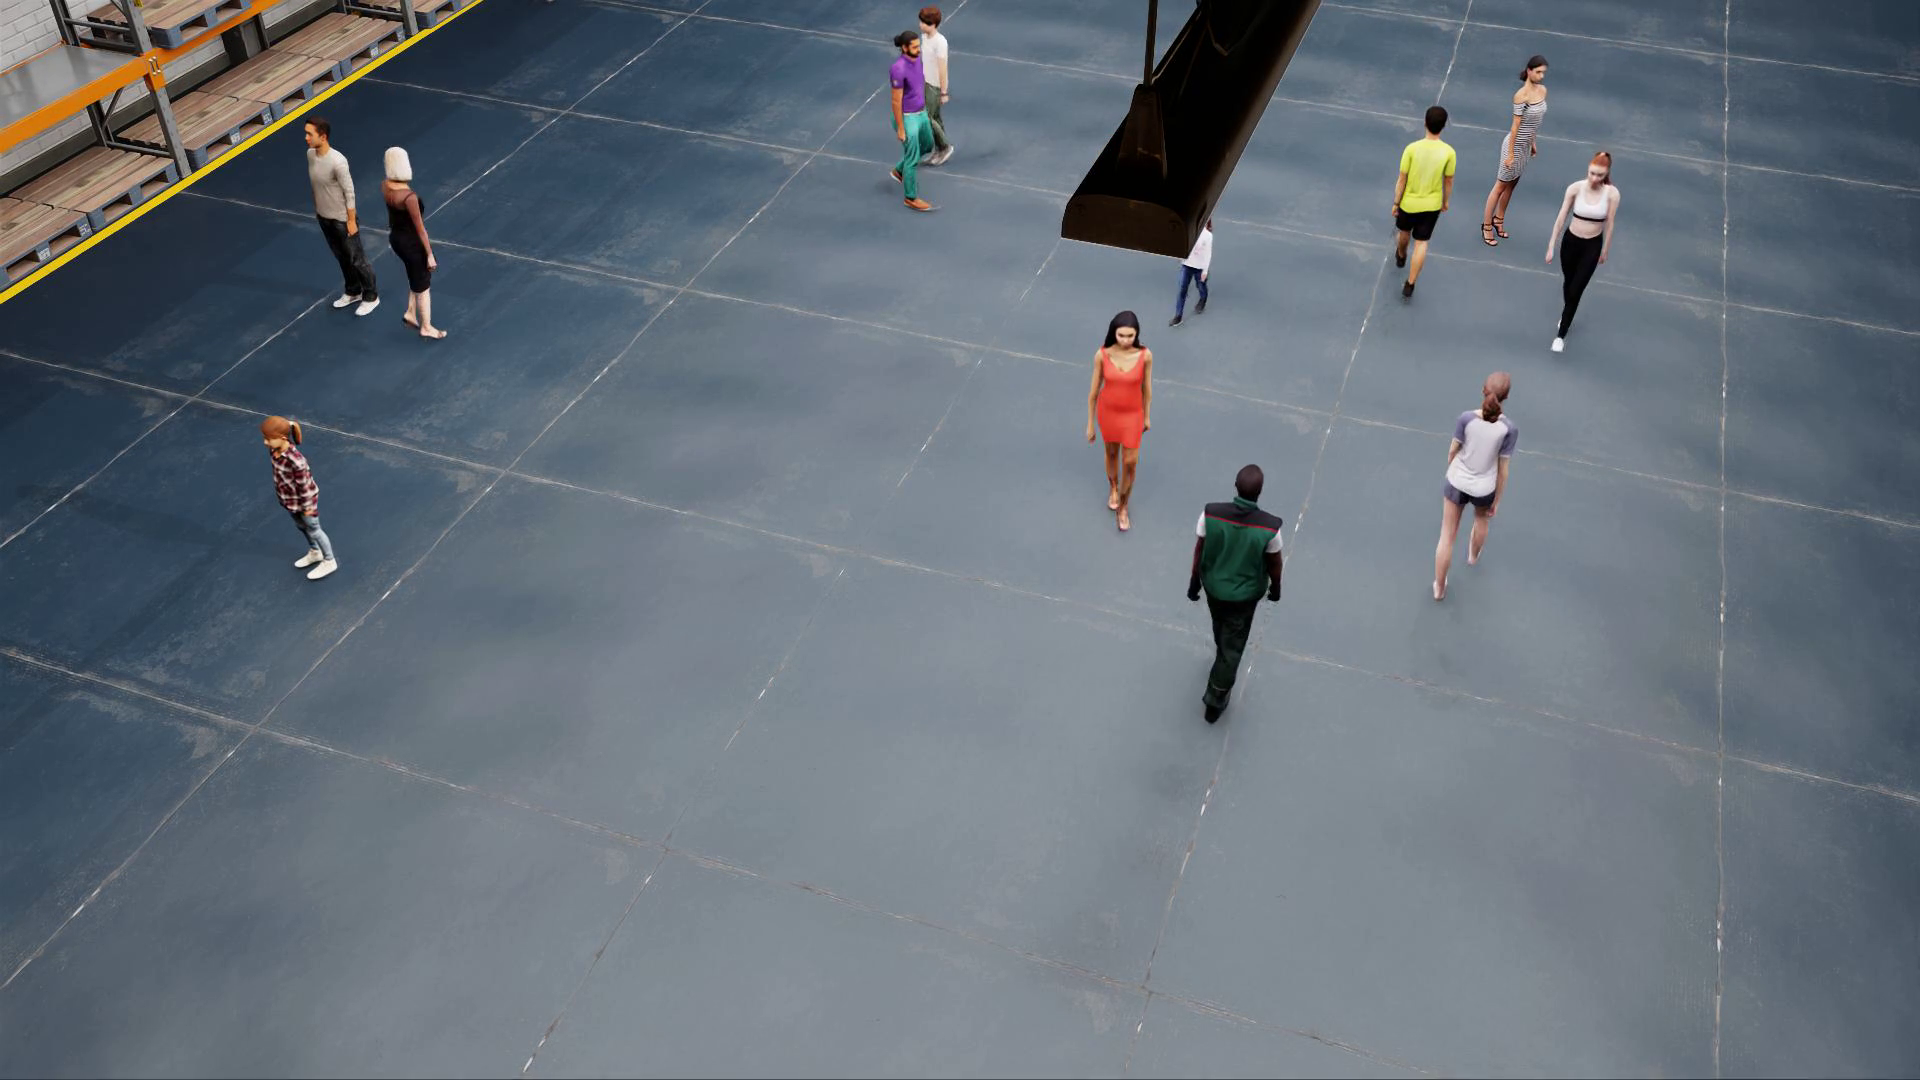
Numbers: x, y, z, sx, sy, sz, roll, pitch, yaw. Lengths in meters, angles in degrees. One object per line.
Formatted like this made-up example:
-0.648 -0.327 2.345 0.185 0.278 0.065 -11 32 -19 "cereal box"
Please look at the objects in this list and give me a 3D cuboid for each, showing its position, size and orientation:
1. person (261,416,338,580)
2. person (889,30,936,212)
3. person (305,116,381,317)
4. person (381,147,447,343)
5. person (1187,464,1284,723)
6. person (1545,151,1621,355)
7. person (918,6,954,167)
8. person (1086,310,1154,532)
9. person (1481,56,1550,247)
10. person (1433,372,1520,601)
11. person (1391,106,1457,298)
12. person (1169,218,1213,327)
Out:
-4.643 -0.318 11.689 0.583 1.305 0.595 27 46 30 "person"
-0.495 -4.056 16.015 0.803 1.747 0.762 14 41 17 "person"
-5.383 -2.827 14.427 0.695 1.809 0.629 22 44 25 "person"
-4.705 -2.438 14.007 0.835 1.725 0.805 -28 46 -30 "person"
1.688 0.376 10.428 0.768 1.795 1.151 16 41 19 "person"
5.268 -2.496 14.097 0.715 1.704 1.144 18 42 21 "person"
-0.194 -4.576 16.749 0.765 1.644 0.705 -16 41 -19 "person"
1.170 -0.958 12.173 0.733 1.702 0.846 3 39 4 "person"
5.152 -3.612 15.400 0.614 1.822 0.736 -30 47 -32 "person"
3.471 -0.315 11.334 0.551 1.743 0.914 12 40 15 "person"
4.077 -2.952 14.698 0.712 1.666 1.129 9 39 11 "person"
2.081 -2.429 14.510 0.557 1.084 0.820 22 43 25 "person"
